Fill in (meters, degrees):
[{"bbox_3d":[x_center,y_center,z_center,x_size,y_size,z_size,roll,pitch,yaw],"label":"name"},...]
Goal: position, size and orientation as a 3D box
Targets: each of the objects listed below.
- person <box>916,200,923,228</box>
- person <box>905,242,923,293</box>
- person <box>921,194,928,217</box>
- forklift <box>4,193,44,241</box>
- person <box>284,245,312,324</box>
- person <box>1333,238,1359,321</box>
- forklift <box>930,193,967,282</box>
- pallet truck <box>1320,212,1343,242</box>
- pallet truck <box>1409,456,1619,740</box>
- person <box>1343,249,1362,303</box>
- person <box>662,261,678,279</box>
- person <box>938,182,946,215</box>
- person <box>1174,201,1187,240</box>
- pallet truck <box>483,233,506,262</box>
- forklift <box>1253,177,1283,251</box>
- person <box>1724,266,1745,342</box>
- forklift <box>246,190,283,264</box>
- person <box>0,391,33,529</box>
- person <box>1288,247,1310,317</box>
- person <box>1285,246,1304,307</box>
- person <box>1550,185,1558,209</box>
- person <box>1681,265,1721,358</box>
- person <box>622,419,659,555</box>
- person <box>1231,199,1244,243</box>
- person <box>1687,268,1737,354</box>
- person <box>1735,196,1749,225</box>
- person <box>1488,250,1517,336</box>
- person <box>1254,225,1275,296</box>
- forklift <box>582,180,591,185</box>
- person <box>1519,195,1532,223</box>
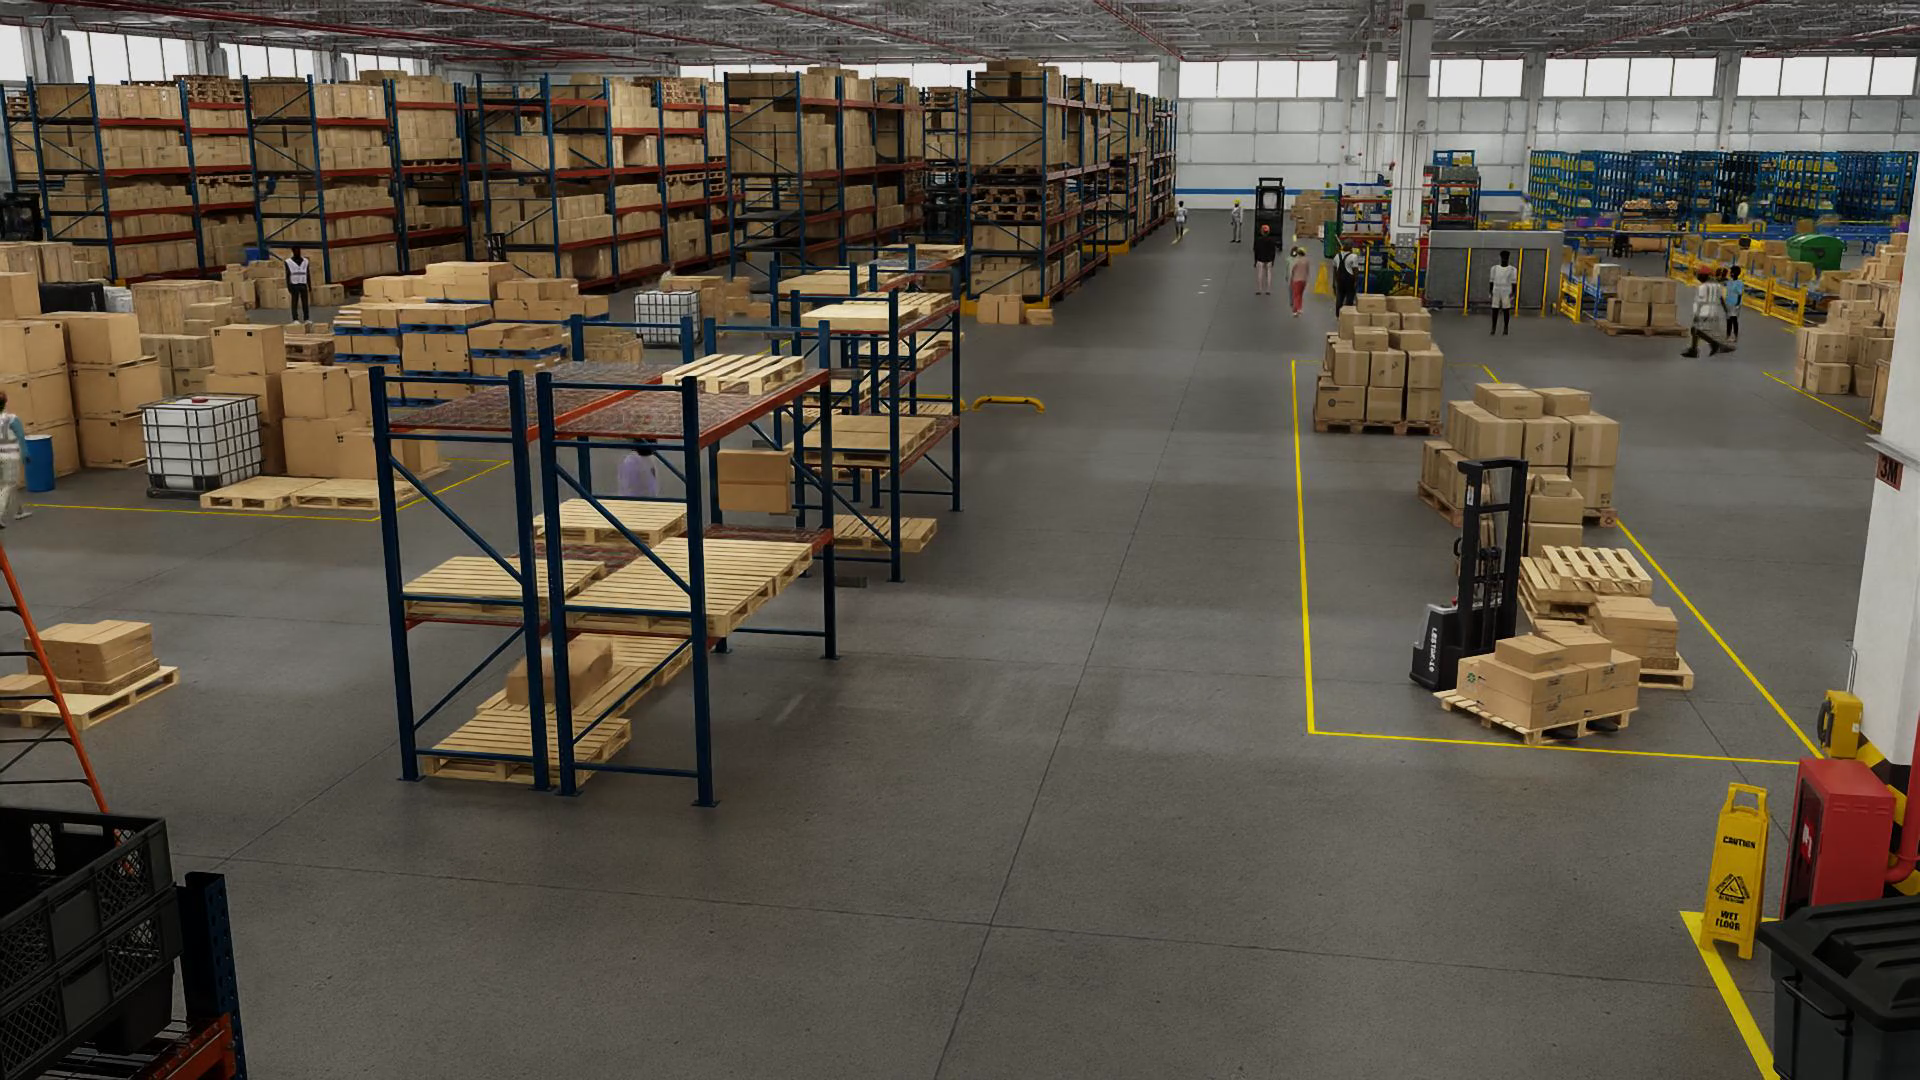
[{"bbox_3d":[-1.944,-16.157,80.638,0.392,1.988,0.608,11,17,37],"label":"person"},{"bbox_3d":[-1.175,-6.630,42.194,0.440,1.872,0.680,10,17,36],"label":"person"},{"bbox_3d":[-1.480,-14.806,75.498,0.602,1.822,0.403,-4,14,-16],"label":"person"},{"bbox_3d":[-27.497,-8.838,49.086,1.129,2.768,1.873,3,14,10],"label":"forklift"},{"bbox_3d":[-16.036,-6.185,40.329,0.605,1.910,0.389,-13,19,-42],"label":"person"},{"bbox_3d":[9.542,-6.396,40.900,0.539,2.000,0.688,-11,18,-39],"label":"person"},{"bbox_3d":[-0.392,-8.813,48.986,1.129,2.768,1.873,3,14,10],"label":"forklift"},{"bbox_3d":[15.874,-13.227,70.310,0.680,1.201,1.601,10,17,35],"label":"pallet truck"},{"bbox_3d":[4.504,0.400,13.395,0.823,1.965,1.885,-6,15,-23],"label":"pallet truck"},{"bbox_3d":[9.887,-6.445,41.761,0.564,1.714,0.899,-13,19,-43],"label":"person"},{"bbox_3d":[-6.895,-5.790,39.308,0.728,1.615,0.510,10,17,35],"label":"person"},{"bbox_3d":[-0.961,-19.093,92.953,0.932,1.799,0.627,3,14,10],"label":"person"},{"bbox_3d":[9.456,-13.737,71.458,0.555,1.663,0.771,0,14,-1],"label":"person"},{"bbox_3d":[-11.832,-7.026,43.548,1.885,1.965,0.823,8,16,28],"label":"pallet truck"},{"bbox_3d":[12.083,-12.747,64.956,1.129,2.768,1.873,3,14,10],"label":"forklift"},{"bbox_3d":[17.165,-5.238,36.929,0.320,1.693,0.537,-1,14,-5],"label":"person"},{"bbox_3d":[-20.861,-9.322,51.049,1.873,2.768,1.129,-1,14,-4],"label":"forklift"},{"bbox_3d":[-11.366,-0.961,19.724,0.518,1.606,0.791,3,14,11],"label":"person"},{"bbox_3d":[8.593,-6.553,42.179,0.570,1.720,0.689,-2,14,-7],"label":"person"},{"bbox_3d":[8.931,-7.061,44.460,0.505,1.619,0.579,0,14,1],"label":"person"},{"bbox_3d":[31.452,-17.916,88.090,0.395,1.837,0.564,-2,14,-7],"label":"person"},{"bbox_3d":[15.300,-4.678,34.183,0.650,1.912,0.555,8,16,30],"label":"person"},{"bbox_3d":[-3.038,-0.228,16.098,0.414,1.914,0.595,2,14,8],"label":"person"},{"bbox_3d":[11.596,-13.370,69.675,0.404,1.826,0.591,-10,17,-36],"label":"person"},{"bbox_3d":[15.840,-4.798,34.915,1.004,1.810,0.486,4,14,14],"label":"person"},{"bbox_3d":[34.413,-14.265,73.368,0.597,1.782,0.920,-4,14,-16],"label":"person"},{"bbox_3d":[12.375,-5.627,37.961,0.599,1.958,0.373,9,16,33],"label":"person"},{"bbox_3d":[8.662,-7.953,47.309,0.621,1.996,0.373,-3,14,-11],"label":"person"},{"bbox_3d":[-14.134,-12.518,64.026,1.873,2.768,1.129,2,14,9],"label":"forklift"},{"bbox_3d":[24.419,-13.968,71.895,0.622,1.921,0.788,-6,15,-24],"label":"person"}]
